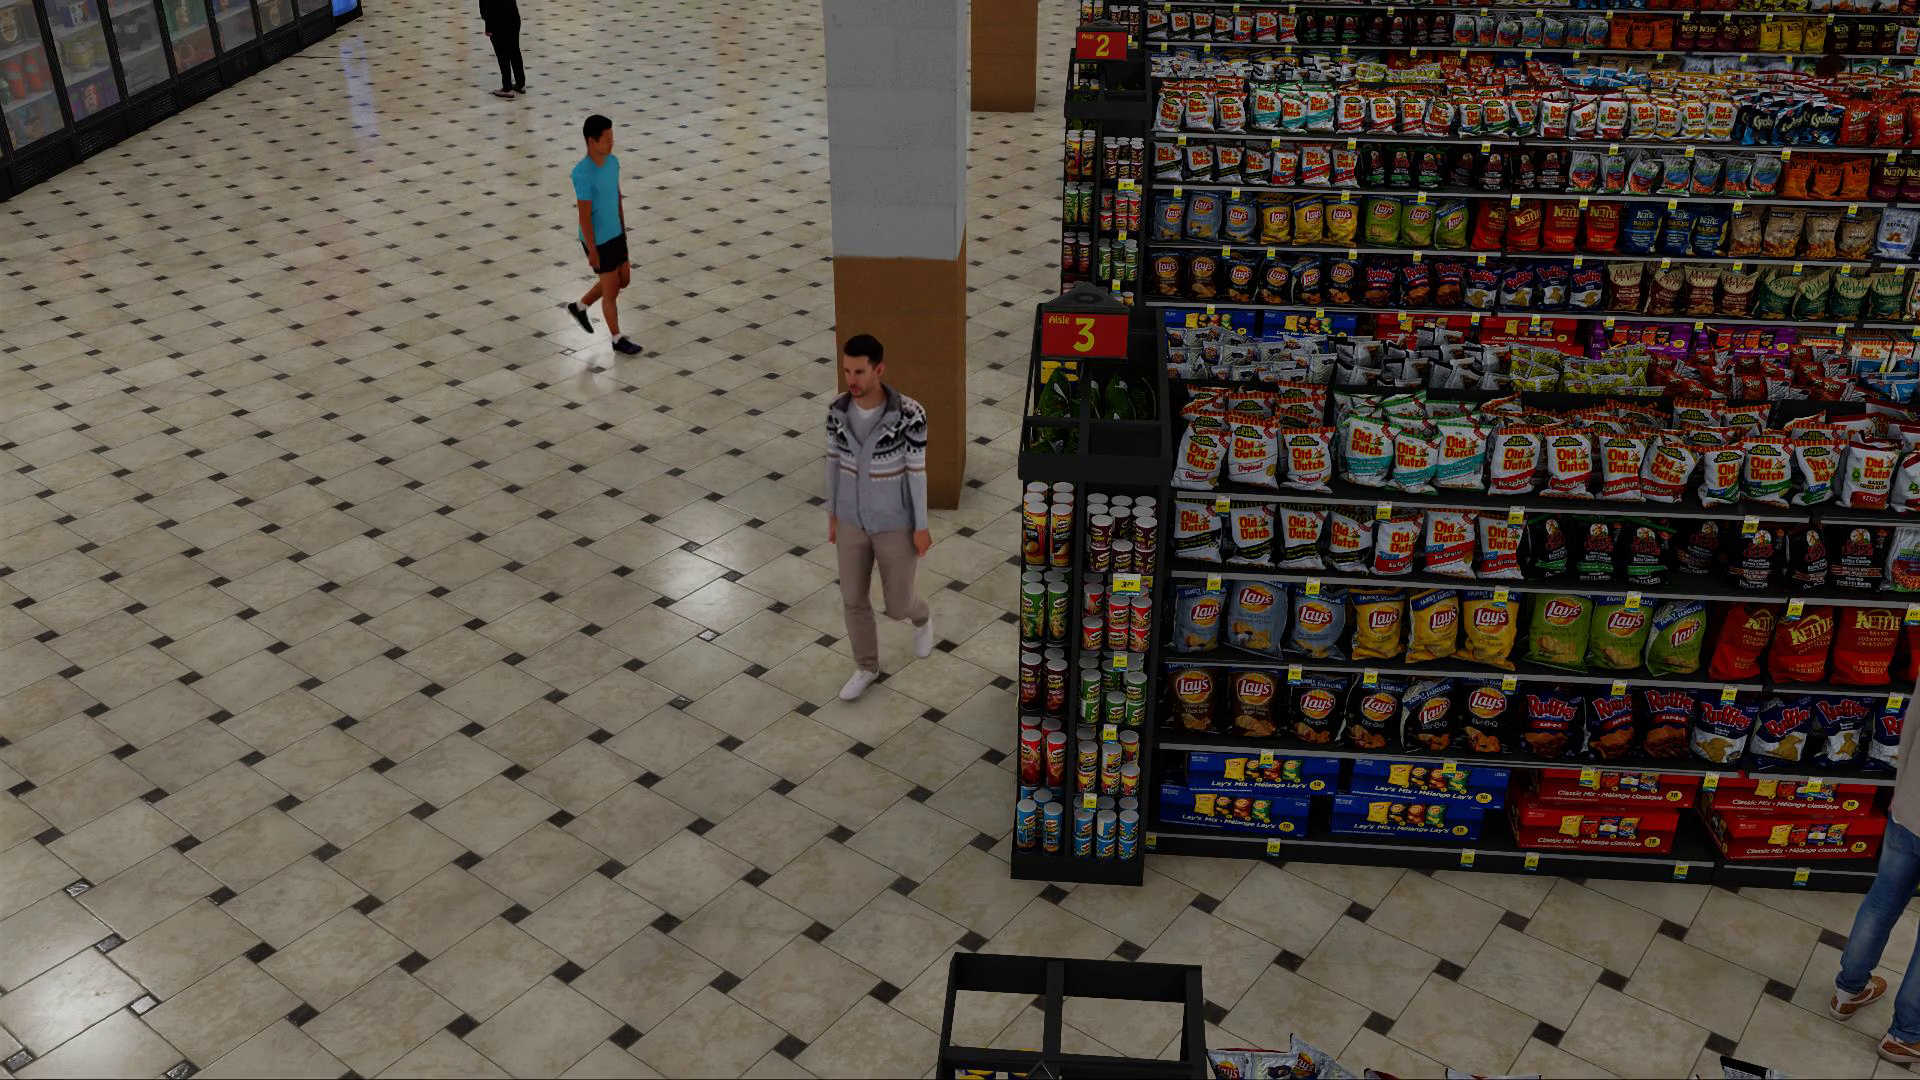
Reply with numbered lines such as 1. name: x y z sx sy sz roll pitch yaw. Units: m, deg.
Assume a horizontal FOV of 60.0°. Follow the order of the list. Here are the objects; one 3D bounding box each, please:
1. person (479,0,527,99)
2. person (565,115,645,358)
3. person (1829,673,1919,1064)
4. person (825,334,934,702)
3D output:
1. person: -5.078 -5.758 18.466 0.752 1.614 0.737 15 32 25
2. person: -2.585 -2.118 11.654 0.962 1.753 0.822 8 30 15
3. person: 3.434 0.999 5.787 0.729 1.905 0.741 -10 30 -17
4. person: -0.358 -0.127 7.928 0.920 1.830 0.911 12 31 20
